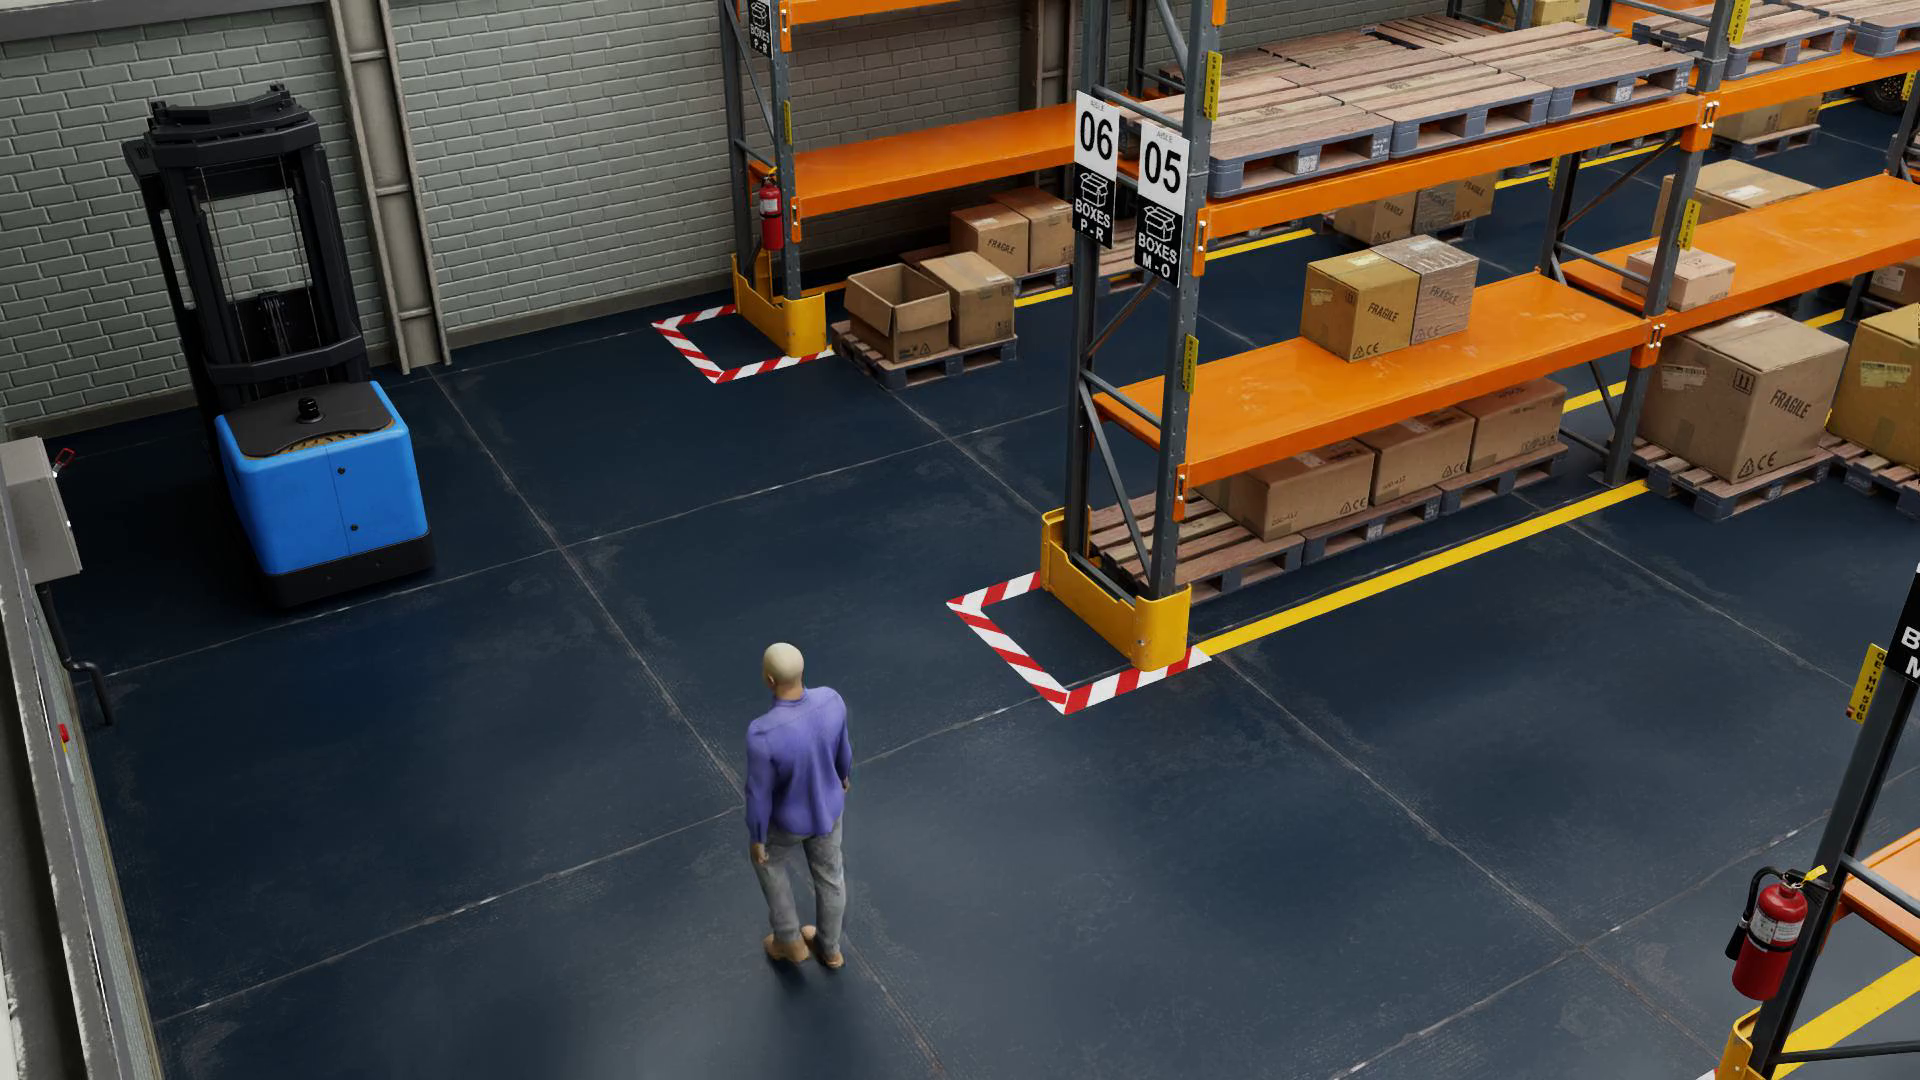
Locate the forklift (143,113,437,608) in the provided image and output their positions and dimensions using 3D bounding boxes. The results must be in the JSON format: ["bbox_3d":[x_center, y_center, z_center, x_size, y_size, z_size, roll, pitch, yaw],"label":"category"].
[{"bbox_3d":[-4.289,-1.259,10.509,1.129,2.768,1.873,-17,36,-26],"label":"forklift"}]

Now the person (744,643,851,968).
[{"bbox_3d":[-0.717,1.220,7.533,0.616,1.785,0.487,-19,37,-28],"label":"person"}]

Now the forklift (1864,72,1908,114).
[{"bbox_3d":[11.468,-5.645,18.244,1.214,2.155,2.313,-17,36,-26],"label":"forklift"}]
